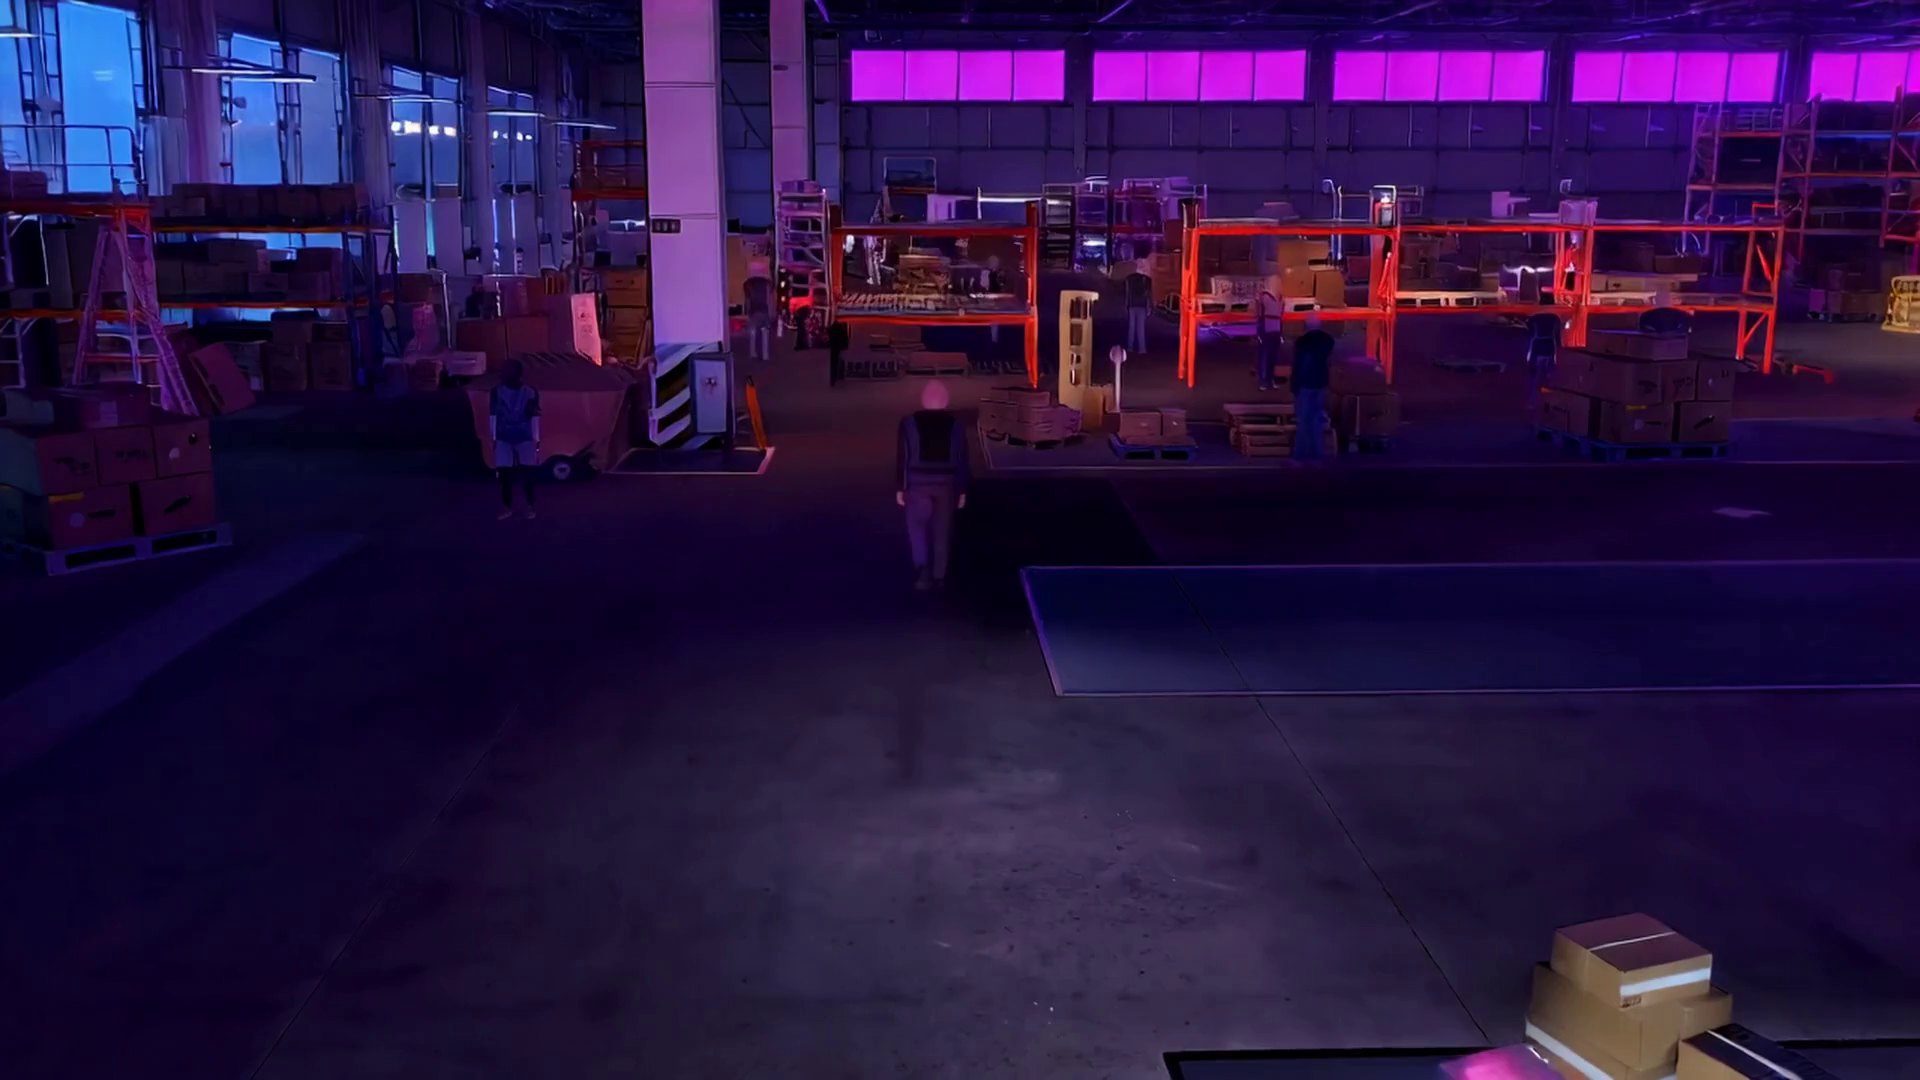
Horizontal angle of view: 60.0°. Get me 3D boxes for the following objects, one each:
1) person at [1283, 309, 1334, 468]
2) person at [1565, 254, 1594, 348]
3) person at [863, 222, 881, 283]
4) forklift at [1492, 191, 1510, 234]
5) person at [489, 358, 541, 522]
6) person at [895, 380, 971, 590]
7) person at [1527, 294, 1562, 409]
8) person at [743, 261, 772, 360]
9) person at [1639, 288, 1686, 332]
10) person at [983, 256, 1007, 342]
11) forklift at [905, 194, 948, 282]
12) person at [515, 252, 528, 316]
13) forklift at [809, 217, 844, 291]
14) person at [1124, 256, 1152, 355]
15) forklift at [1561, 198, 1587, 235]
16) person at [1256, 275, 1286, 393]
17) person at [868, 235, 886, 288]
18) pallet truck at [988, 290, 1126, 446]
[{"bbox_3d":[4.225,-1.831,20.168,0.644,1.934,0.431,-8,15,-33],"label":"person"},{"bbox_3d":[12.304,-4.728,33.147,0.606,1.966,0.367,-7,14,-27],"label":"person"},{"bbox_3d":[-2.840,-9.279,53.770,0.637,1.940,0.370,-5,14,-23],"label":"person"},{"bbox_3d":[20.362,-11.777,62.892,1.873,2.768,1.129,0,12,-2],"label":"forklift"},{"bbox_3d":[-4.550,-1.021,17.021,0.530,1.697,0.322,1,13,3],"label":"person"},{"bbox_3d":[-0.224,-0.446,14.120,0.648,1.831,0.540,-1,13,-5],"label":"person"},{"bbox_3d":[8.810,-2.835,25.109,0.485,1.745,0.292,5,13,21],"label":"person"},{"bbox_3d":[-3.864,-4.397,31.871,0.566,1.882,1.032,-5,13,-22],"label":"person"},{"bbox_3d":[9.927,-2.600,23.612,0.628,1.936,0.375,3,13,12],"label":"person"},{"bbox_3d":[0.719,-5.089,35.136,0.502,1.818,0.897,3,13,14],"label":"person"},{"bbox_3d":[-0.769,-9.867,54.269,1.873,2.768,1.129,-7,14,-30],"label":"forklift"},{"bbox_3d":[-10.741,-6.242,40.750,0.313,1.633,0.522,-5,14,-23],"label":"person"},{"bbox_3d":[-4.375,-8.619,48.637,1.873,2.768,1.129,0,12,-2],"label":"forklift"},{"bbox_3d":[3.501,-4.602,32.677,0.589,1.924,0.383,9,15,36],"label":"person"},{"bbox_3d":[17.204,-8.212,46.797,1.873,2.768,1.129,0,12,-2],"label":"forklift"},{"bbox_3d":[5.050,-3.358,27.073,0.597,1.916,0.370,-10,16,-38],"label":"person"},{"bbox_3d":[-2.564,-8.727,51.460,0.578,1.851,0.847,0,12,1],"label":"person"},{"bbox_3d":[1.257,-2.299,22.111,1.885,1.965,0.823,-9,15,-35],"label":"pallet truck"}]
